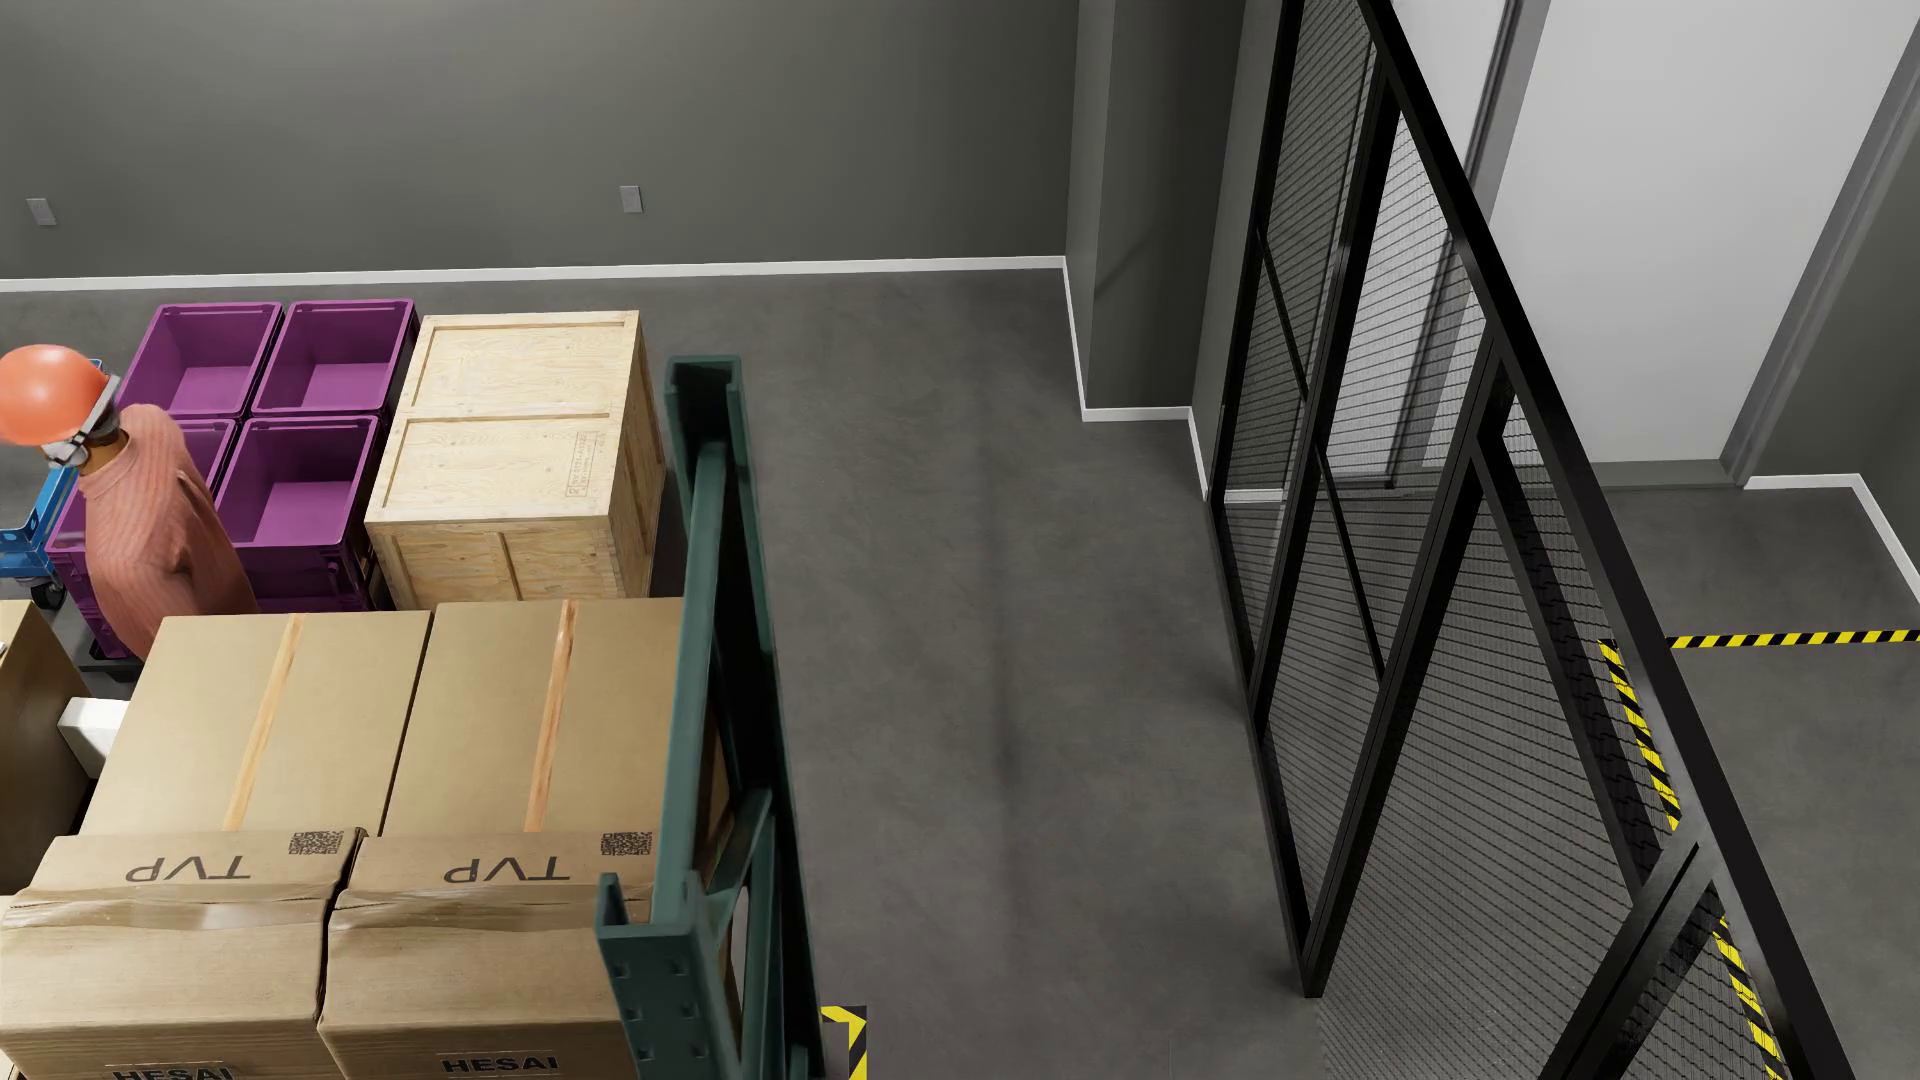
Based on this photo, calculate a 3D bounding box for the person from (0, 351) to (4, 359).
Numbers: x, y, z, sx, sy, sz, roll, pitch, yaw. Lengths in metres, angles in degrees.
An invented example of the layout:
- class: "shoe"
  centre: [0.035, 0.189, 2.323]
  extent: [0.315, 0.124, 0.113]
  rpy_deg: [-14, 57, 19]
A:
- class: "person"
  centre: [-4.038, -1.272, 5.971]
  extent: [0.373, 1.940, 0.628]
  rpy_deg: [-3, 46, -3]

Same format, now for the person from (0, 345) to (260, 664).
- class: "person"
  centre: [-2.064, 0.264, 4.472]
  extent: [0.398, 1.983, 0.624]
  rpy_deg: [-12, 48, -11]
